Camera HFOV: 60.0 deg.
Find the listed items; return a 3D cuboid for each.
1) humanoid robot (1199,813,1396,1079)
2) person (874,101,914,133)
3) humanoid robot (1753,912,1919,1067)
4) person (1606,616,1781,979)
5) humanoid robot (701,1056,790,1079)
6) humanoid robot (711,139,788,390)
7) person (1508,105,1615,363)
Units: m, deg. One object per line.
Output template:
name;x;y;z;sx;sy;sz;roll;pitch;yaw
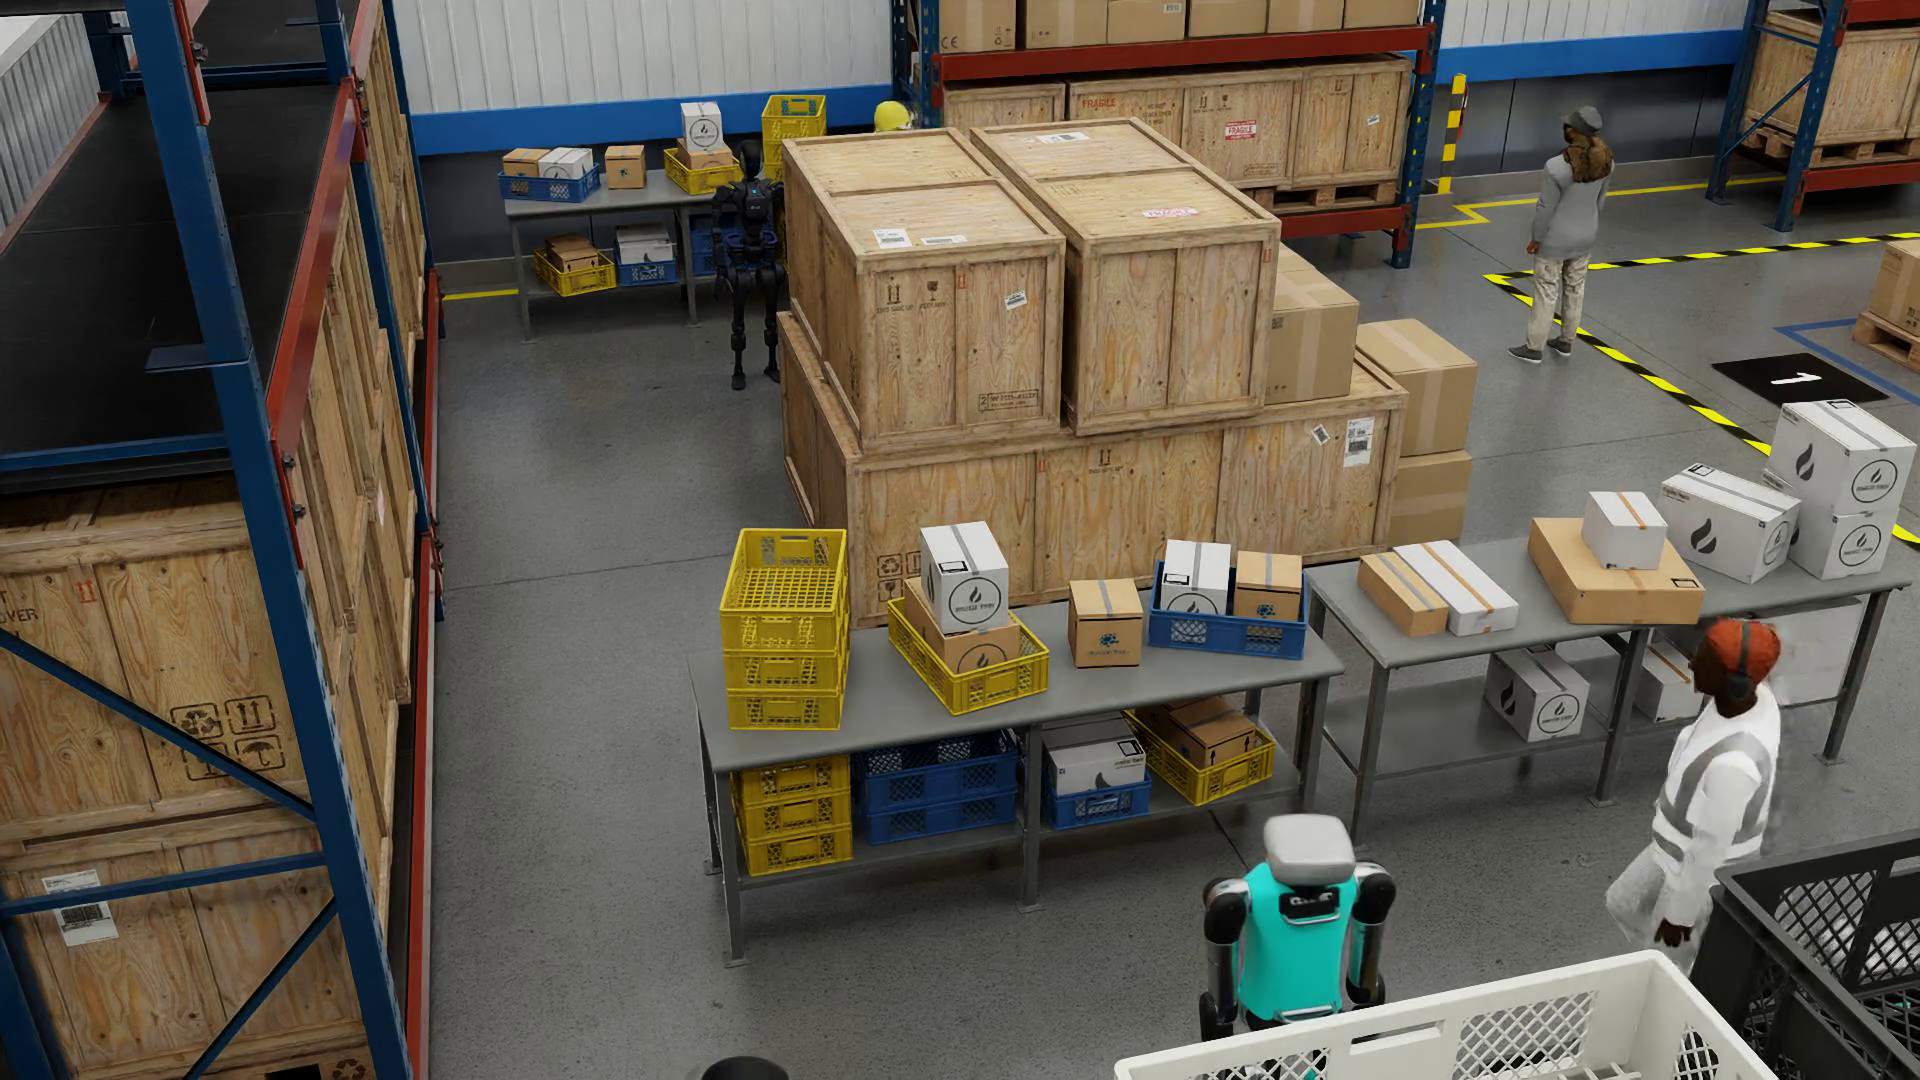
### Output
humanoid robot;0.966;1.604;4.581;0.535;1.691;0.738;-5;29;-9
person;-0.335;-2.110;11.370;0.630;1.788;0.455;12;31;21
humanoid robot;1.968;1.855;4.302;0.884;1.843;0.555;-17;33;-28
person;2.405;1.059;5.533;0.428;1.869;0.615;12;31;21
humanoid robot;-0.492;1.905;4.213;0.611;1.641;0.585;-2;29;-4
humanoid robot;-1.340;-1.808;10.922;0.599;1.659;0.315;-10;30;-17
person;4.120;-2.065;11.308;0.564;1.769;0.395;-13;31;-22
